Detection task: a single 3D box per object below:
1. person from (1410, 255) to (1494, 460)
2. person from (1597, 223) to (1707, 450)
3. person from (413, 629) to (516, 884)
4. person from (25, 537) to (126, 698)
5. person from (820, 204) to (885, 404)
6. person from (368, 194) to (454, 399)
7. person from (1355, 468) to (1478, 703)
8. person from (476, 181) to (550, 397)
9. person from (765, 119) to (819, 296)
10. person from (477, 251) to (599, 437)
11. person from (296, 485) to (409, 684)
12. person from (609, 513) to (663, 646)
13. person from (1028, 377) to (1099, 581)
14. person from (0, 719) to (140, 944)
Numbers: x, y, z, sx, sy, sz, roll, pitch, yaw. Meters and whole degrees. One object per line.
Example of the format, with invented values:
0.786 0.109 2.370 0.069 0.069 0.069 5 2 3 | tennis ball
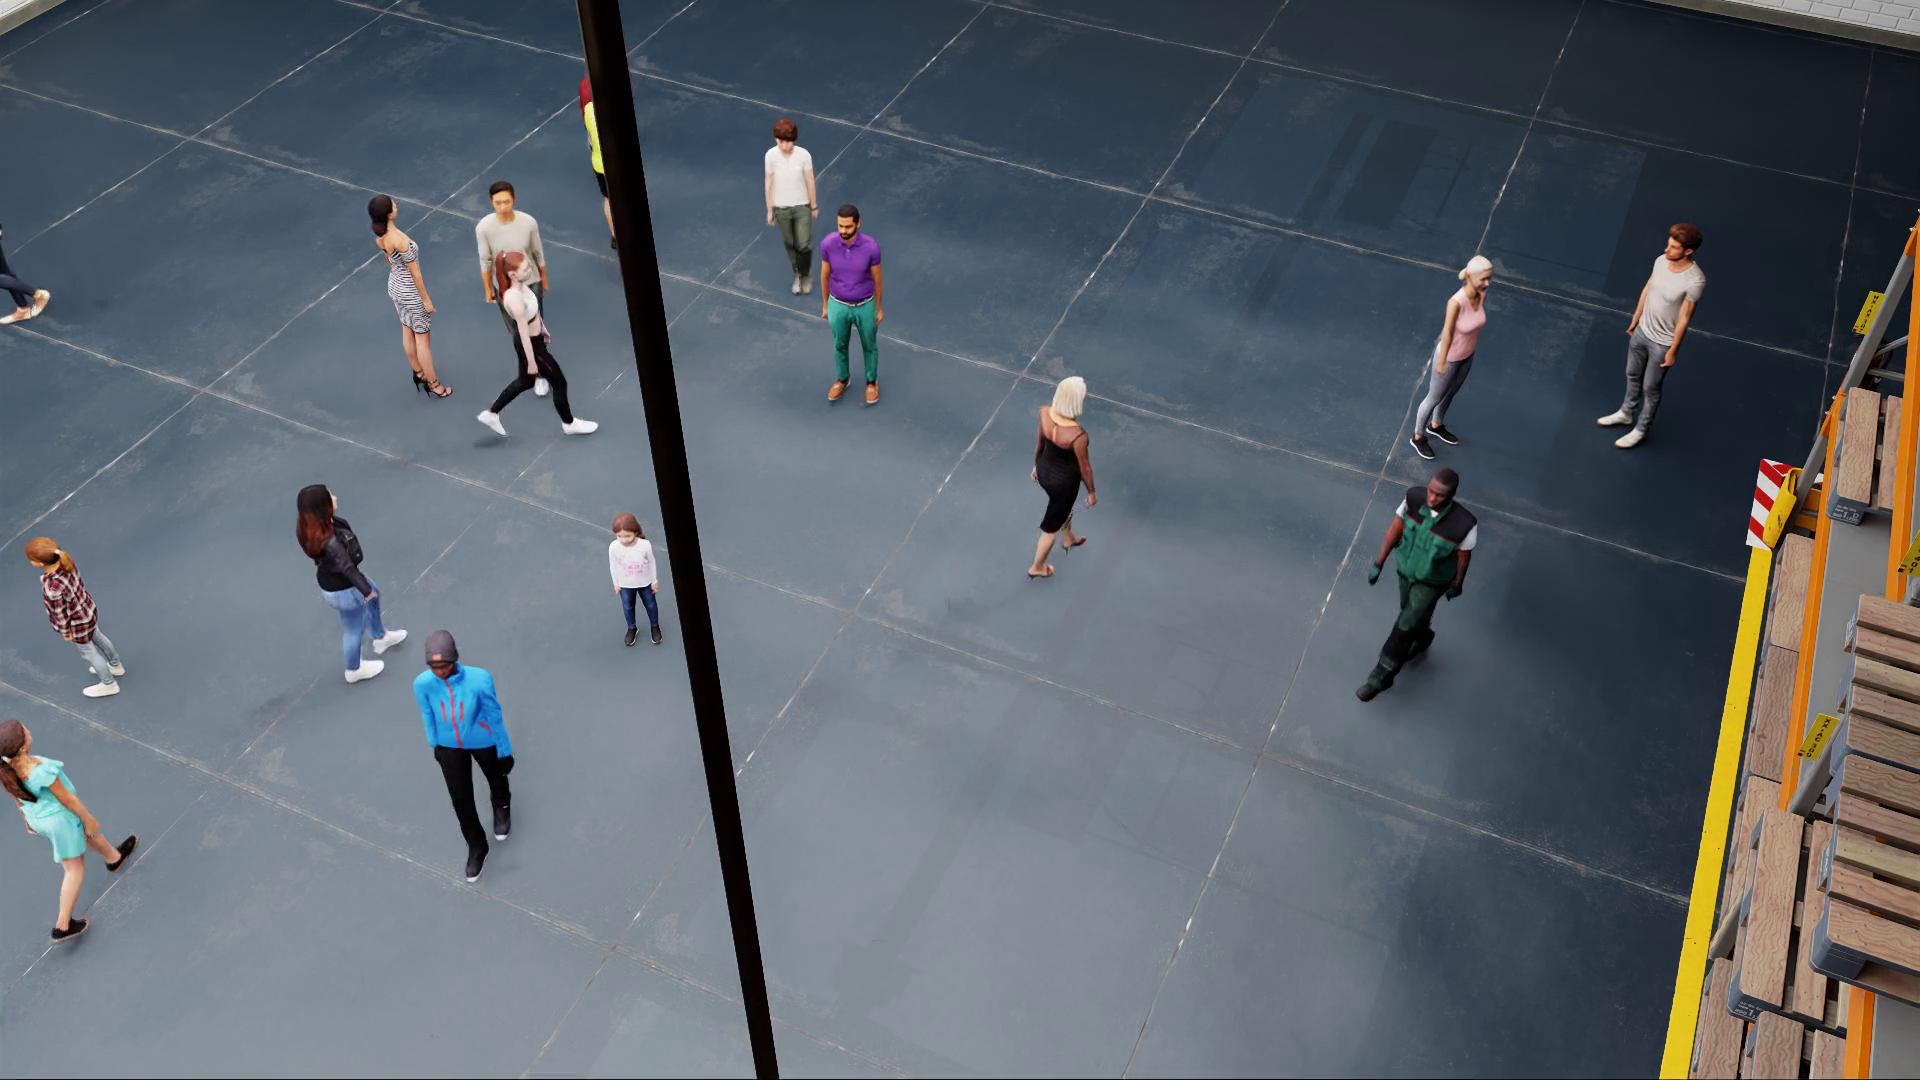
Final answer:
3.711 -1.404 12.477 0.583 1.725 0.692 -28 50 -26 | person
5.268 -1.549 12.512 0.812 1.886 0.755 -14 45 -15 | person
-2.875 1.112 9.799 0.876 1.776 0.972 -6 44 -6 | person
-5.734 0.486 10.797 0.669 1.306 0.586 -4 44 -4 | person
-0.827 -1.842 12.906 0.694 1.767 0.646 5 44 5 | person
-4.291 -1.886 12.914 0.636 1.821 0.658 -34 53 -30 | person
3.053 0.175 10.765 1.206 1.799 0.987 -29 51 -27 | person
-3.504 -2.063 13.118 1.021 1.794 1.131 -10 45 -11 | person
-1.404 -2.850 14.055 0.661 1.642 0.711 3 44 3 | person
-3.314 -1.433 12.511 1.100 1.719 1.107 -9 44 -10 | person
-4.065 0.310 10.755 0.882 1.619 0.819 -29 51 -27 | person
-2.184 0.253 11.183 0.532 1.110 0.579 -4 44 -5 | person
0.612 -0.366 11.392 0.962 1.719 0.851 -27 50 -26 | person
-5.165 1.634 9.428 0.685 1.531 1.092 11 45 11 | person
